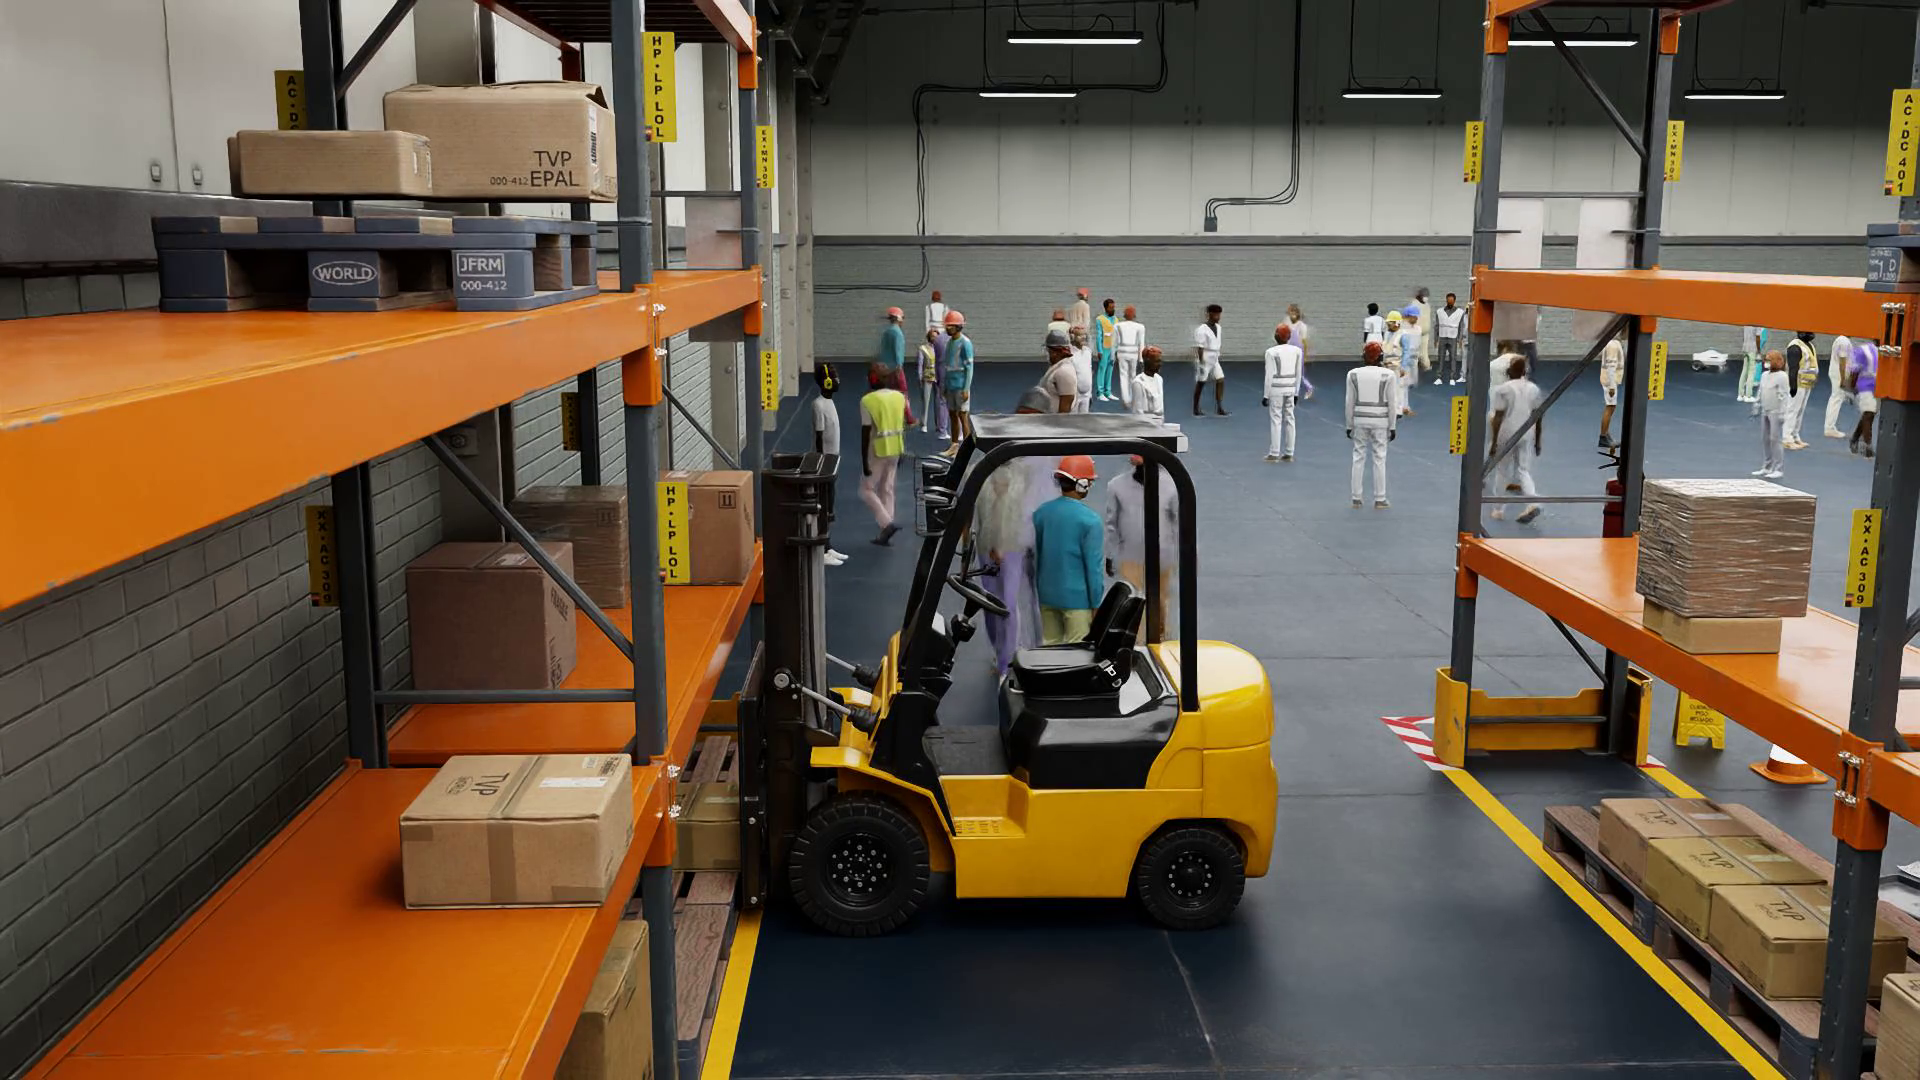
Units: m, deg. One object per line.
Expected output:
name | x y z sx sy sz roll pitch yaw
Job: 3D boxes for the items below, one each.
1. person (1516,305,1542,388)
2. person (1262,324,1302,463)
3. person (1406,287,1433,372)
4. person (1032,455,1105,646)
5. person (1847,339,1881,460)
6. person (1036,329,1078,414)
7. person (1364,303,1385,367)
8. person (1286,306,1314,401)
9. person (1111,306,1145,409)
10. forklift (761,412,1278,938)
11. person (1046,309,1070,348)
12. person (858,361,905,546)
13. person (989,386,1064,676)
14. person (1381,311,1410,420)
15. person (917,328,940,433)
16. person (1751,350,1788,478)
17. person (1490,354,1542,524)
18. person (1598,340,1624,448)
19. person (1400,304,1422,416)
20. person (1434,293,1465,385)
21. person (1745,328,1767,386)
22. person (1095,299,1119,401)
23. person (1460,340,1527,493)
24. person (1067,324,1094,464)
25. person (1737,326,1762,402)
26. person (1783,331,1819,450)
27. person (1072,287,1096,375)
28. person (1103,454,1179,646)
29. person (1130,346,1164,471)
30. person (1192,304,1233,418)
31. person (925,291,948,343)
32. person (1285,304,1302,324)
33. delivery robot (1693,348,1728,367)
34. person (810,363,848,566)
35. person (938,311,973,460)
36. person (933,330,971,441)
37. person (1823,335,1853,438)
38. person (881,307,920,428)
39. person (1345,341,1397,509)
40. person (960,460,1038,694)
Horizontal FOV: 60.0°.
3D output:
person | 11.598 -4.065 34.209 0.606 1.870 0.898 -5 11 -26
person | 4.357 -1.984 22.558 0.575 1.882 0.355 -5 11 -25
person | 10.572 -4.945 38.606 0.691 2.000 1.086 -5 11 -26
person | 0.679 0.327 10.072 0.359 1.743 0.562 -8 13 -39
person | 12.664 -2.089 23.100 0.630 1.907 0.986 -1 10 -8
person | 1.026 -1.295 18.274 0.535 2.000 0.674 0 10 -1
person | 8.819 -4.194 35.399 0.601 1.692 0.322 -6 12 -31
person | 6.201 -3.394 30.592 0.589 1.826 0.526 -6 12 -29
person | 3.016 -3.283 29.904 0.611 1.849 0.950 1 10 3
forklift | 0.291 0.548 7.580 2.313 2.155 1.214 0 10 -2
person | 2.055 -3.996 34.528 0.511 1.603 0.756 -4 11 -23
person | -0.753 -0.826 16.264 0.571 1.831 0.453 -9 14 -42
person | 0.473 -0.073 11.469 0.743 2.000 0.542 -4 11 -19
person | 7.280 -2.927 27.943 0.404 1.832 0.592 -4 11 -22
person | -0.422 -2.508 26.160 0.523 1.636 0.311 -4 11 -20
person | 10.310 -1.602 21.144 0.295 1.623 0.511 -1 10 -7
person | 5.905 -1.052 17.596 0.558 1.809 0.831 0 10 -2
person | 9.522 -2.300 24.203 0.391 1.924 0.552 4 11 22
person | 7.681 -3.110 28.719 0.609 1.922 0.618 -6 12 -30
person | 10.237 -4.210 34.845 0.593 1.922 0.391 5 11 24
person | 16.571 -4.116 34.571 0.348 1.836 0.517 6 12 31
person | 2.770 -3.582 31.356 0.392 1.920 0.588 9 13 41
person | 6.475 -1.540 20.025 0.652 1.896 0.923 -7 12 -33
person | 1.552 -1.924 22.192 0.399 1.901 0.654 8 13 39
person | 14.823 -3.509 31.119 0.327 1.863 0.511 -1 10 -7
person | 12.161 -2.233 24.053 0.429 1.841 0.633 10 14 43
person | 2.769 -4.640 37.115 0.657 1.961 0.633 -6 12 -30
person | 1.296 0.078 11.574 0.597 1.714 0.843 2 10 10
person | 2.024 -1.149 17.936 0.352 1.878 0.567 6 12 31
person | 4.301 -3.010 28.132 0.651 1.923 0.879 -10 14 -43
person | -0.529 -4.869 38.709 0.577 1.863 0.740 -2 10 -12
person | 7.365 -4.433 36.926 0.519 1.626 0.432 -10 14 -44
delivery robot | 17.233 -4.172 38.182 0.707 0.478 0.477 8 13 36
person | -1.221 -0.705 15.456 0.315 1.872 0.533 1 10 6
person | -0.058 -2.113 22.822 0.395 2.044 0.609 -6 12 -31
person | -0.086 -2.439 25.059 0.645 1.900 0.399 6 12 30
person | 13.459 -2.473 25.412 0.344 1.838 0.503 4 11 21
person | -1.034 -2.743 26.620 0.949 1.935 0.638 -7 13 -36
person | 4.610 -1.285 18.660 0.572 1.883 0.353 5 12 28
person | 0.285 0.064 11.316 0.556 1.833 0.873 1 10 6
